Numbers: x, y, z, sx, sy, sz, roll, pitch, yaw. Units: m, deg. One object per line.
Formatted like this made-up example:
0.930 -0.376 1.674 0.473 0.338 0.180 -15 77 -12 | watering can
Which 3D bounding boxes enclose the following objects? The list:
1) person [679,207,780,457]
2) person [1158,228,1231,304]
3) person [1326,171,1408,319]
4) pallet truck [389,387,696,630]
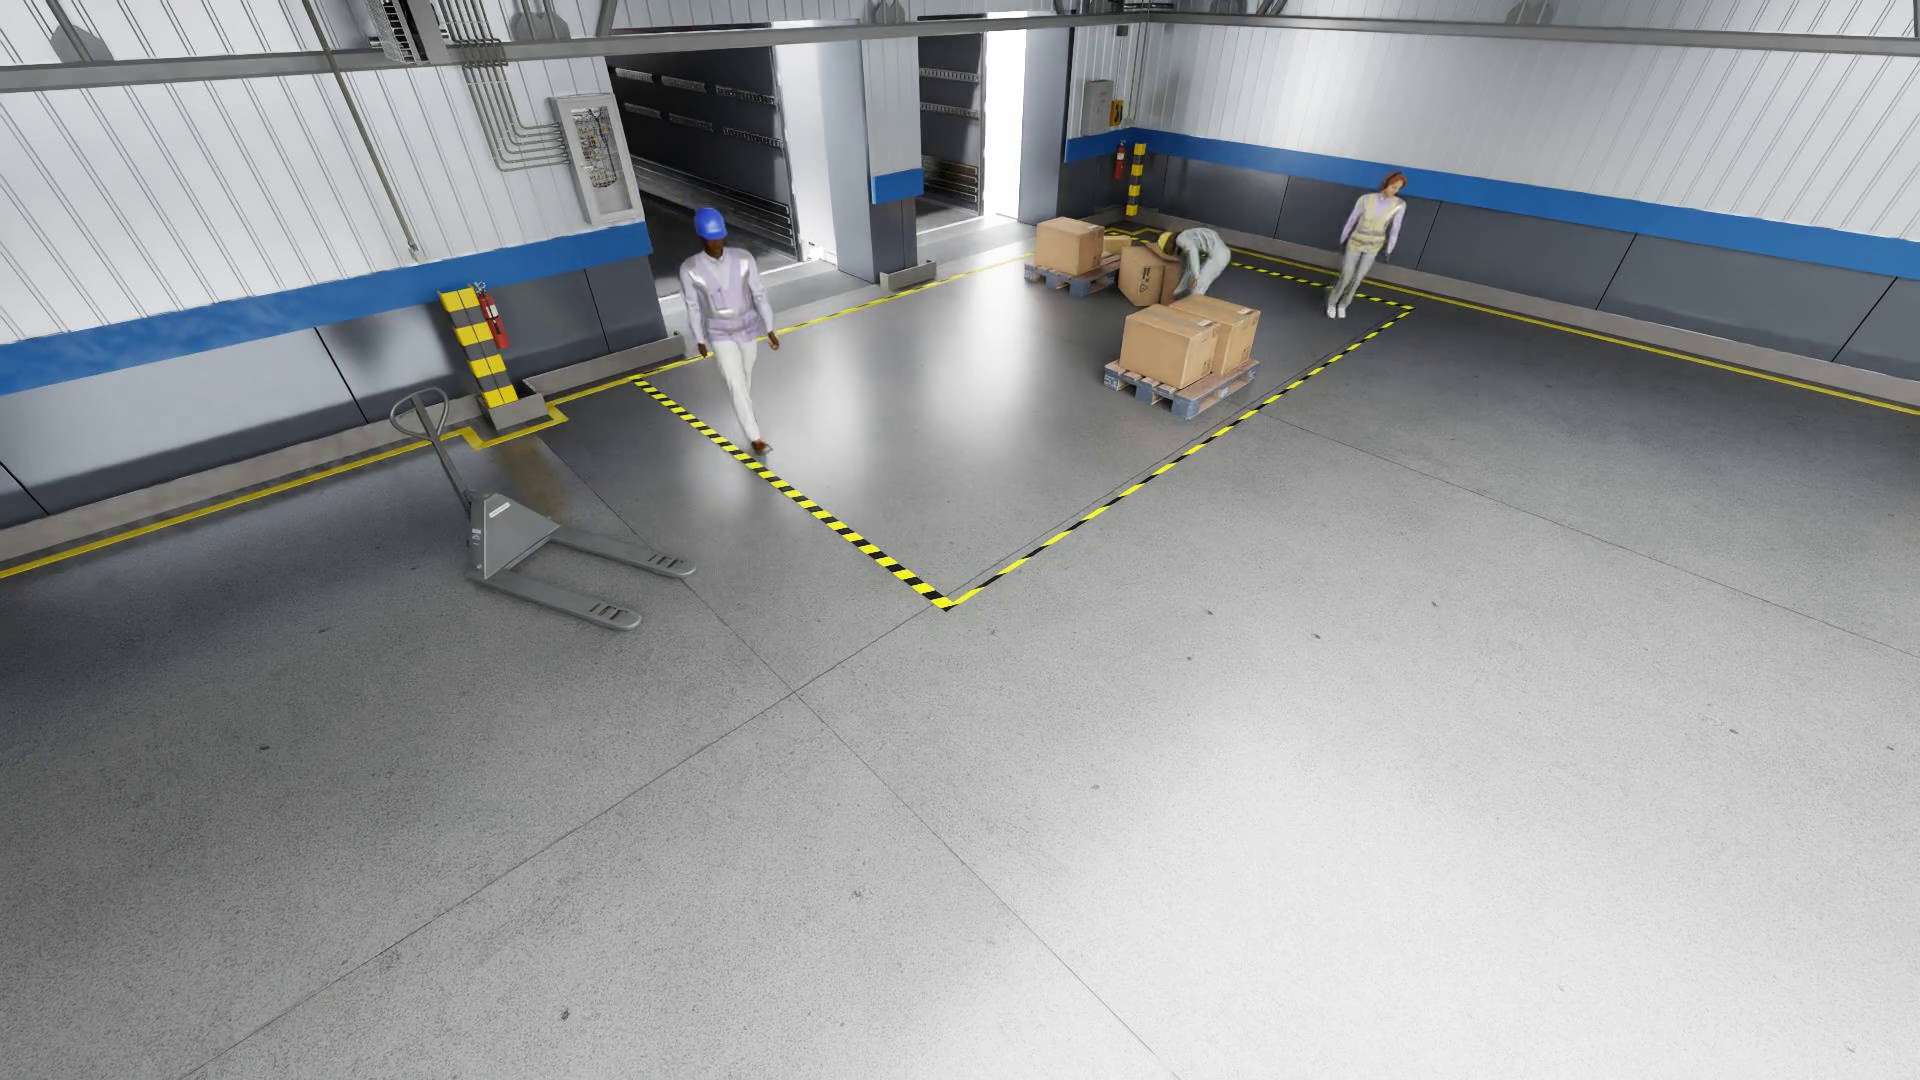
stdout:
-1.785 -1.641 5.859 0.613 1.889 1.030 -23 43 -27 | person
2.489 -2.858 8.091 0.821 1.106 0.666 16 41 20 | person
4.505 -3.246 8.162 0.534 1.604 0.442 9 39 11 | person
-2.613 -0.247 4.593 1.601 1.201 0.680 14 40 17 | pallet truck
